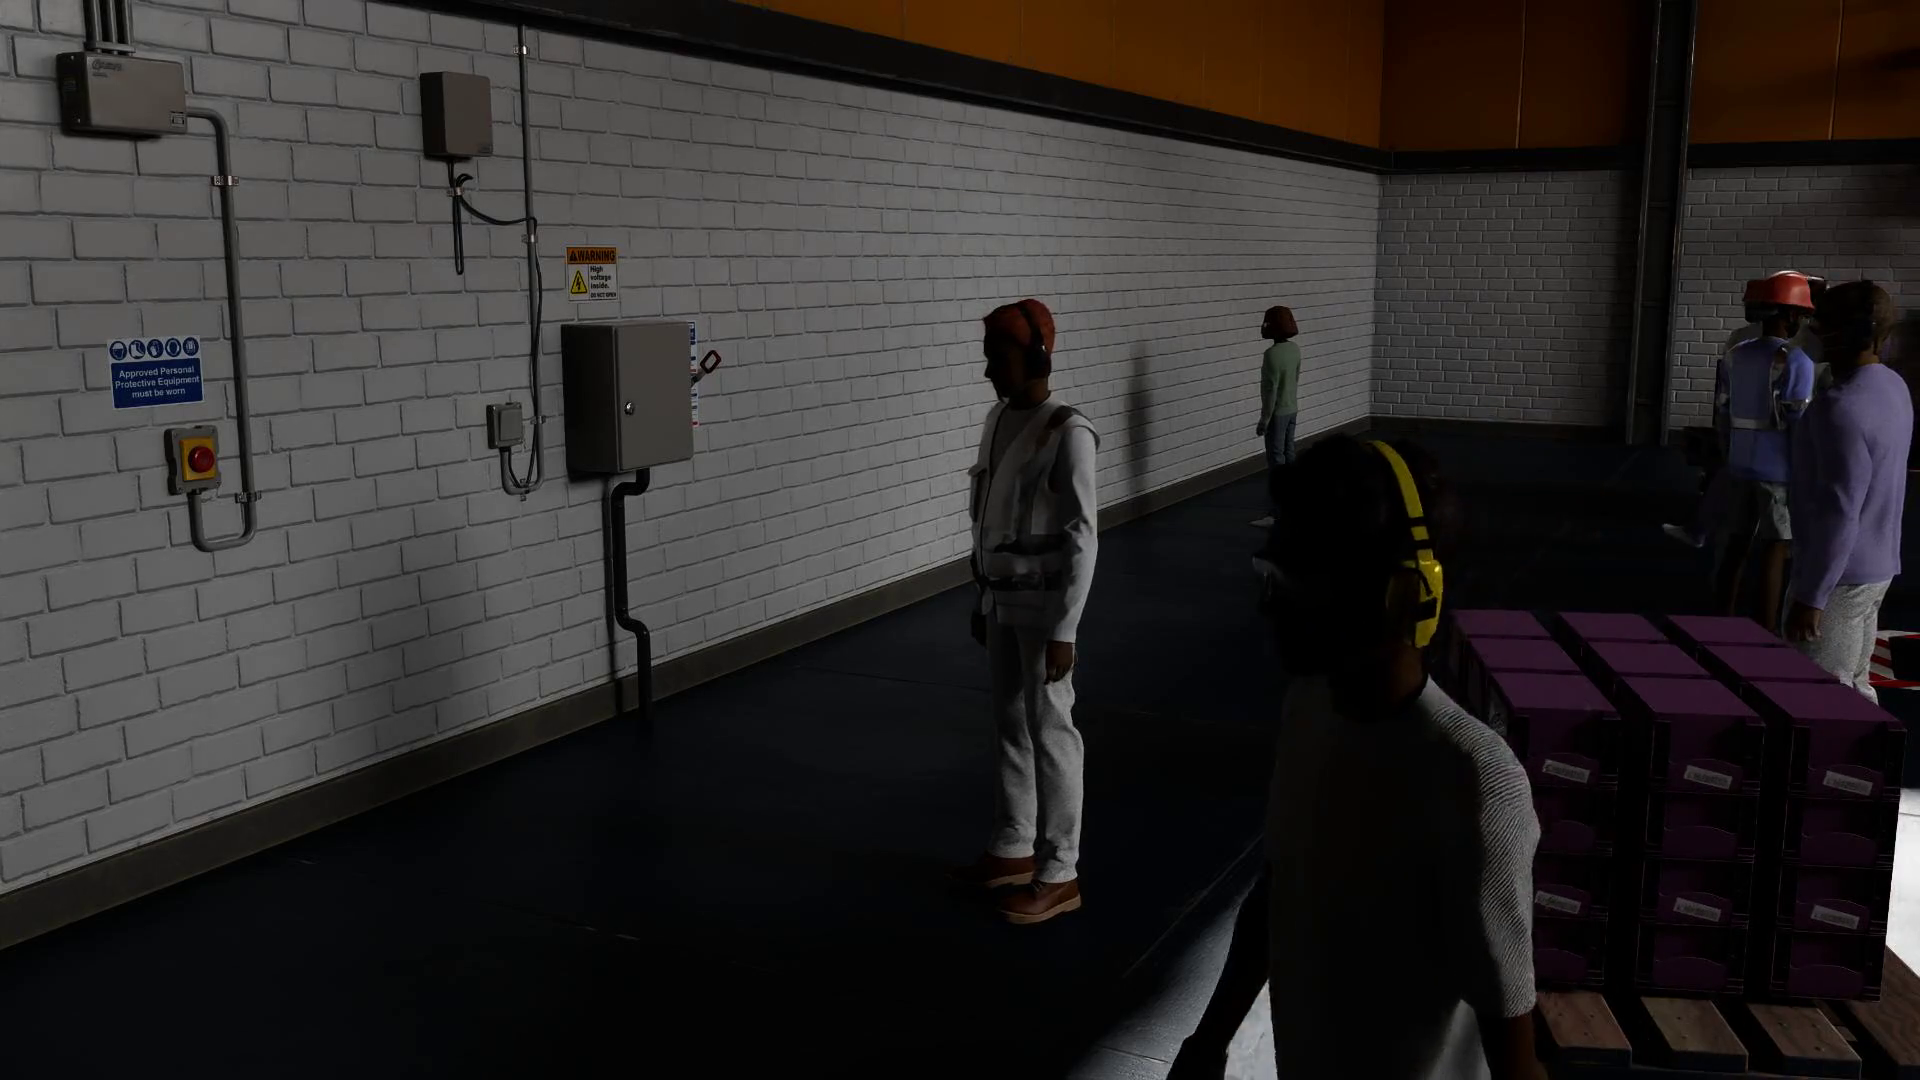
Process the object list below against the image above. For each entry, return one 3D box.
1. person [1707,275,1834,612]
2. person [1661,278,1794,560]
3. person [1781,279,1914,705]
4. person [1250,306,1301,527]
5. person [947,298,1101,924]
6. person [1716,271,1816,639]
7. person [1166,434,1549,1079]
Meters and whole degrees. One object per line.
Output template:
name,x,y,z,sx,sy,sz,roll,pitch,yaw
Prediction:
person,4.620,-0.531,9.356,0.692,1.888,0.714,8,12,37
person,5.301,-0.800,11.067,0.660,1.852,1.010,-7,12,-34
person,2.828,0.135,5.384,0.359,1.939,0.635,8,13,40
person,2.344,-0.907,12.299,0.279,1.634,0.499,7,12,34
person,0.200,0.215,5.073,0.355,1.887,0.572,-5,11,-26
person,3.977,-0.345,8.179,0.359,1.936,0.544,-3,10,-19
person,0.438,0.774,2.046,0.993,1.818,0.517,-1,10,-6
